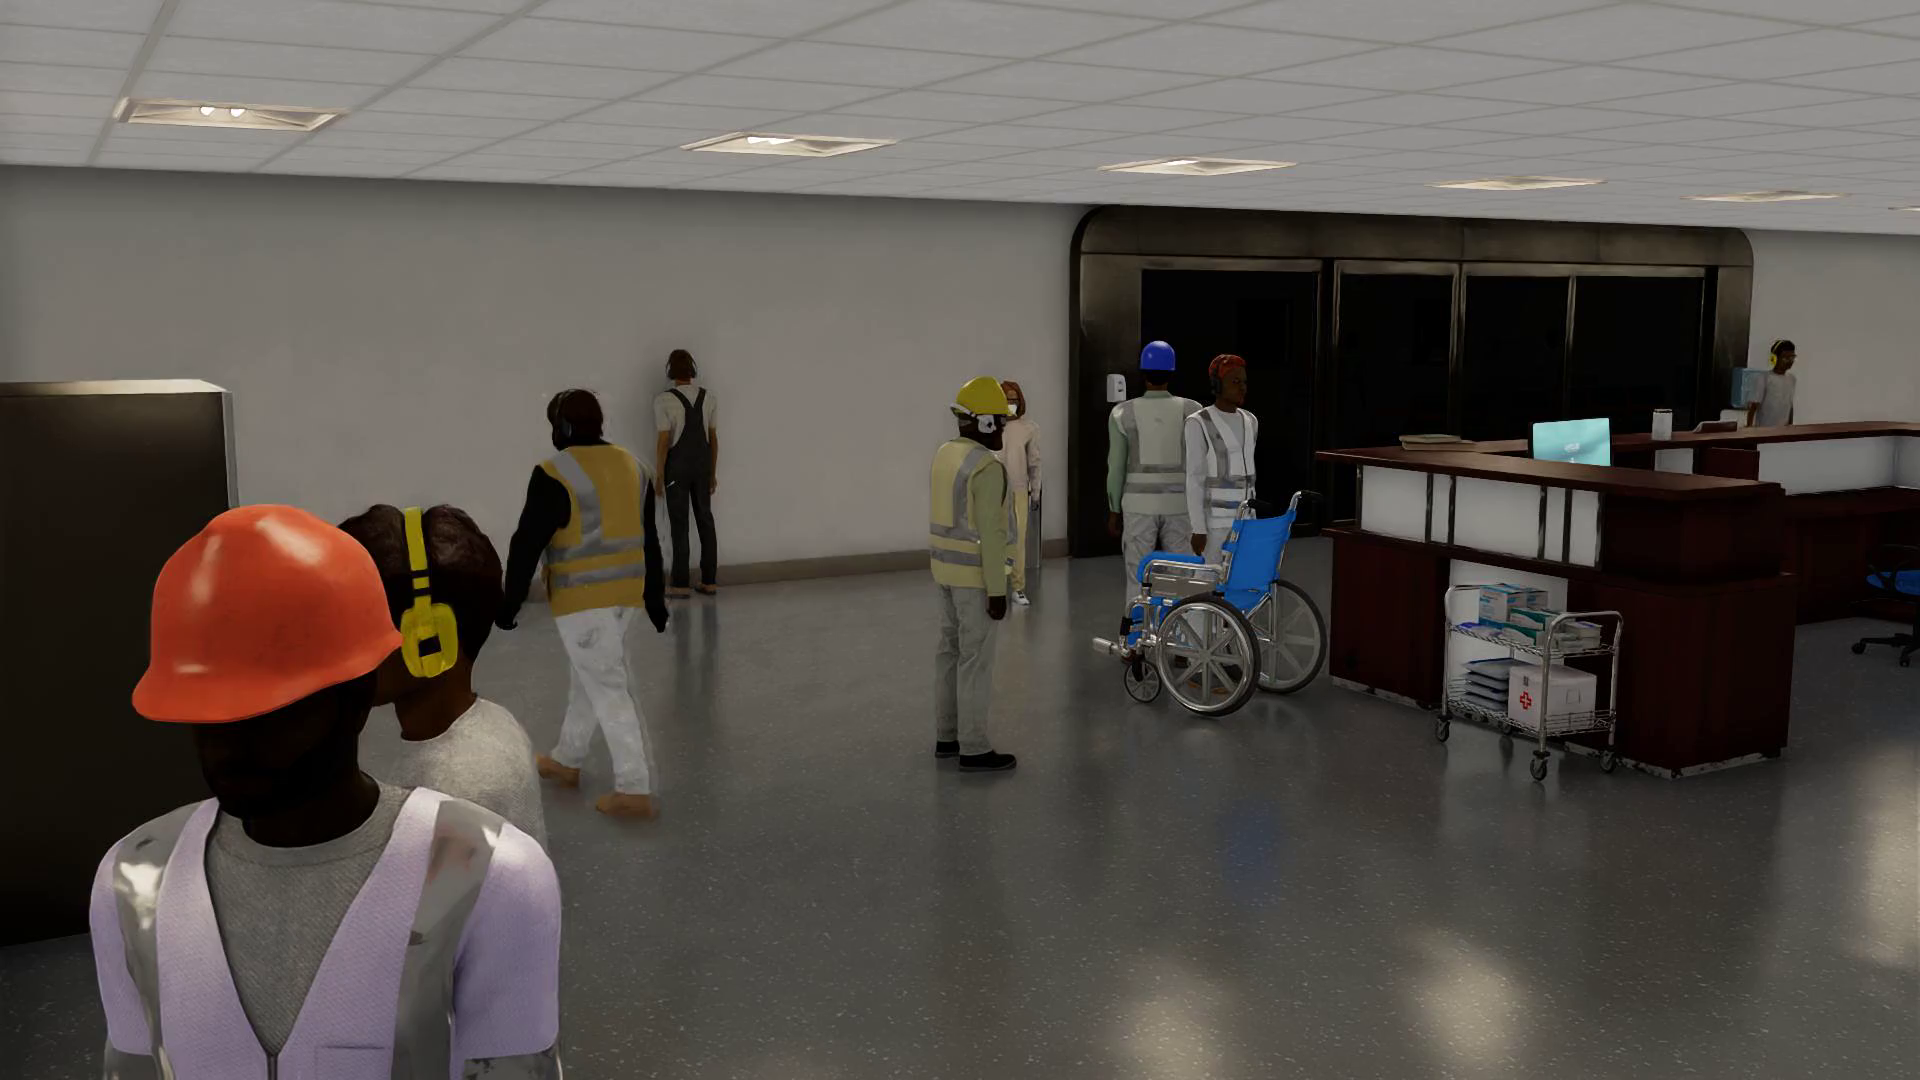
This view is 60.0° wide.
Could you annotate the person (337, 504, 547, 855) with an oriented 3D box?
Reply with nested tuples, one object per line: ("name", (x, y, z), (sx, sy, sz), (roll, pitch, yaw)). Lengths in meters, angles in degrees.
("person", (-0.744, 0.872, 2.397), (0.328, 1.868, 0.509), (-2, 8, -17))

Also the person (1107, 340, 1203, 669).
("person", (1.169, -0.201, 9.856), (0.602, 1.949, 0.391), (0, 8, 0))

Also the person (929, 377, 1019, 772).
("person", (0.068, 0.158, 7.730), (0.403, 1.824, 0.597), (-4, 9, -25))

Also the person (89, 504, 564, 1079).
("person", (-0.709, 0.915, 1.880), (0.539, 1.929, 0.384), (1, 8, 4))

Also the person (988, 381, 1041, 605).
("person", (0.336, -0.331, 11.982), (0.504, 1.627, 0.285), (-1, 8, -6))

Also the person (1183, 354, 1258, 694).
("person", (1.482, -0.094, 9.328), (0.576, 1.882, 0.355), (-8, 11, -44))

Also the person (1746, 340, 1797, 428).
("person", (7.762, -0.990, 15.932), (0.546, 1.850, 0.440), (-4, 9, -25))

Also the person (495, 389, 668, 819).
("person", (-1.645, 0.259, 7.109), (0.940, 1.789, 0.624), (4, 9, 27))

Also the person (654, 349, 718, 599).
("person", (-2.024, -0.484, 12.289), (0.506, 1.842, 0.344), (-6, 10, -37))
